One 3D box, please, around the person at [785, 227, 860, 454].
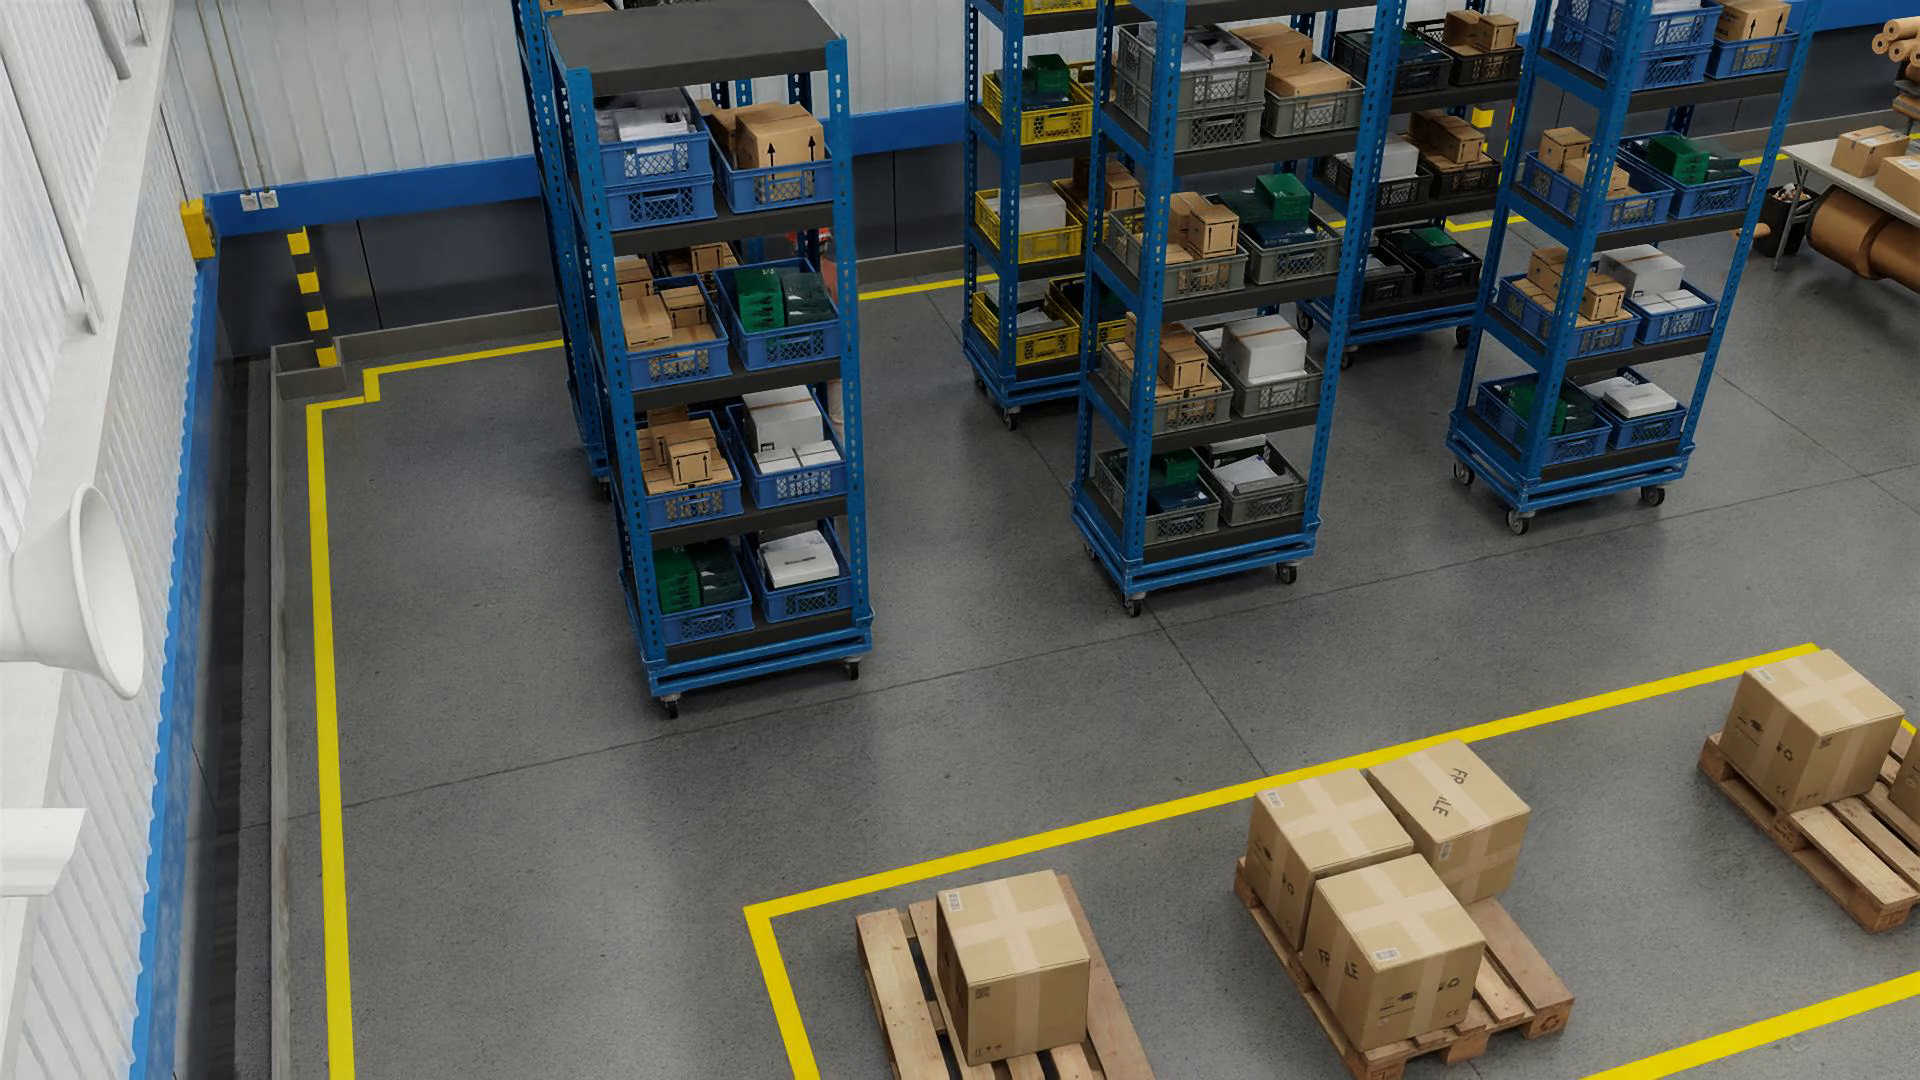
[{"bbox_3d":[-0.863,-1.062,10.070,0.411,1.980,0.626,29,44,34],"label":"person"}]
